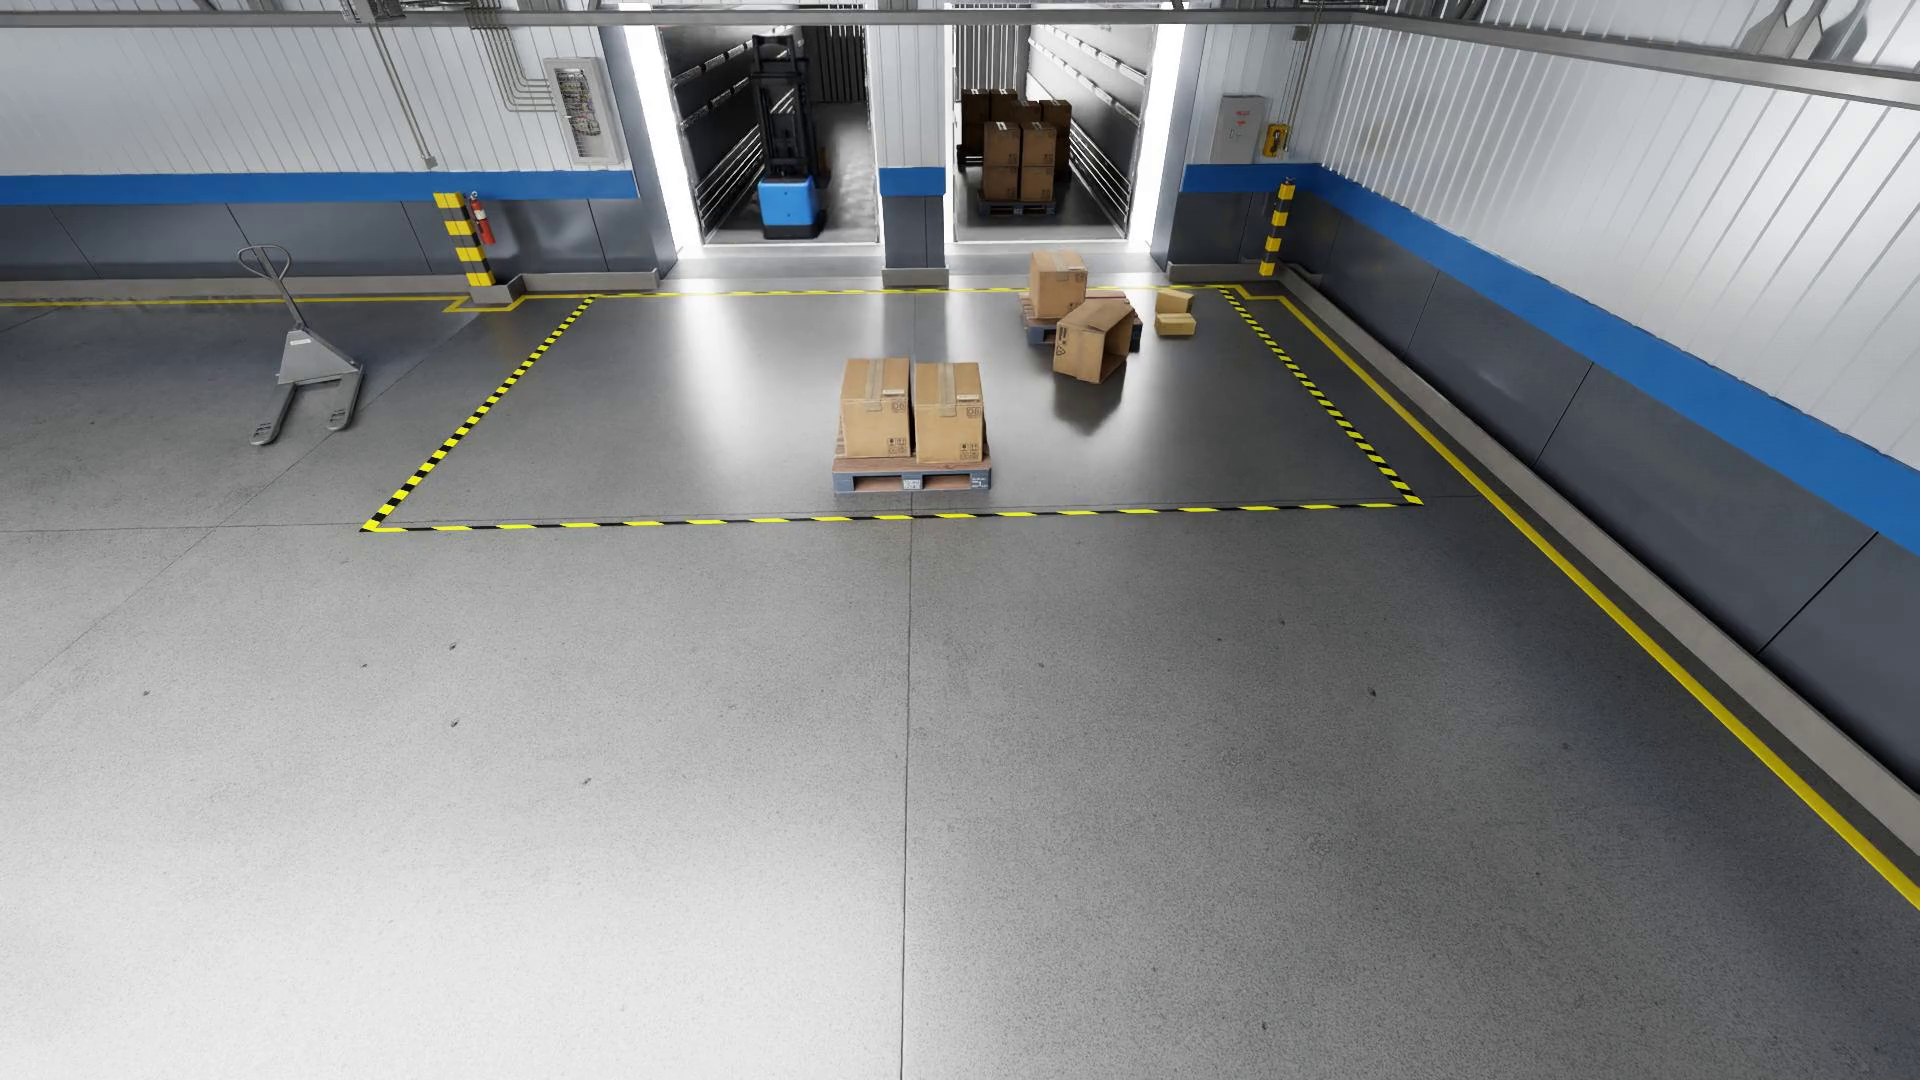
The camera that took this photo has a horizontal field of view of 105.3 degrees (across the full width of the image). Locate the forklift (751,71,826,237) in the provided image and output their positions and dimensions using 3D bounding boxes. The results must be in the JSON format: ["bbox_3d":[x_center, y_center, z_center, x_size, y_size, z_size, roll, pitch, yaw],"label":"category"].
[{"bbox_3d":[-2.480,-5.393,10.332,0.716,2.013,0.776,-1,38,-1],"label":"forklift"}]

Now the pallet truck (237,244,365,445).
[{"bbox_3d":[-5.915,-1.733,6.366,0.680,1.201,1.601,-18,42,-21],"label":"pallet truck"}]
